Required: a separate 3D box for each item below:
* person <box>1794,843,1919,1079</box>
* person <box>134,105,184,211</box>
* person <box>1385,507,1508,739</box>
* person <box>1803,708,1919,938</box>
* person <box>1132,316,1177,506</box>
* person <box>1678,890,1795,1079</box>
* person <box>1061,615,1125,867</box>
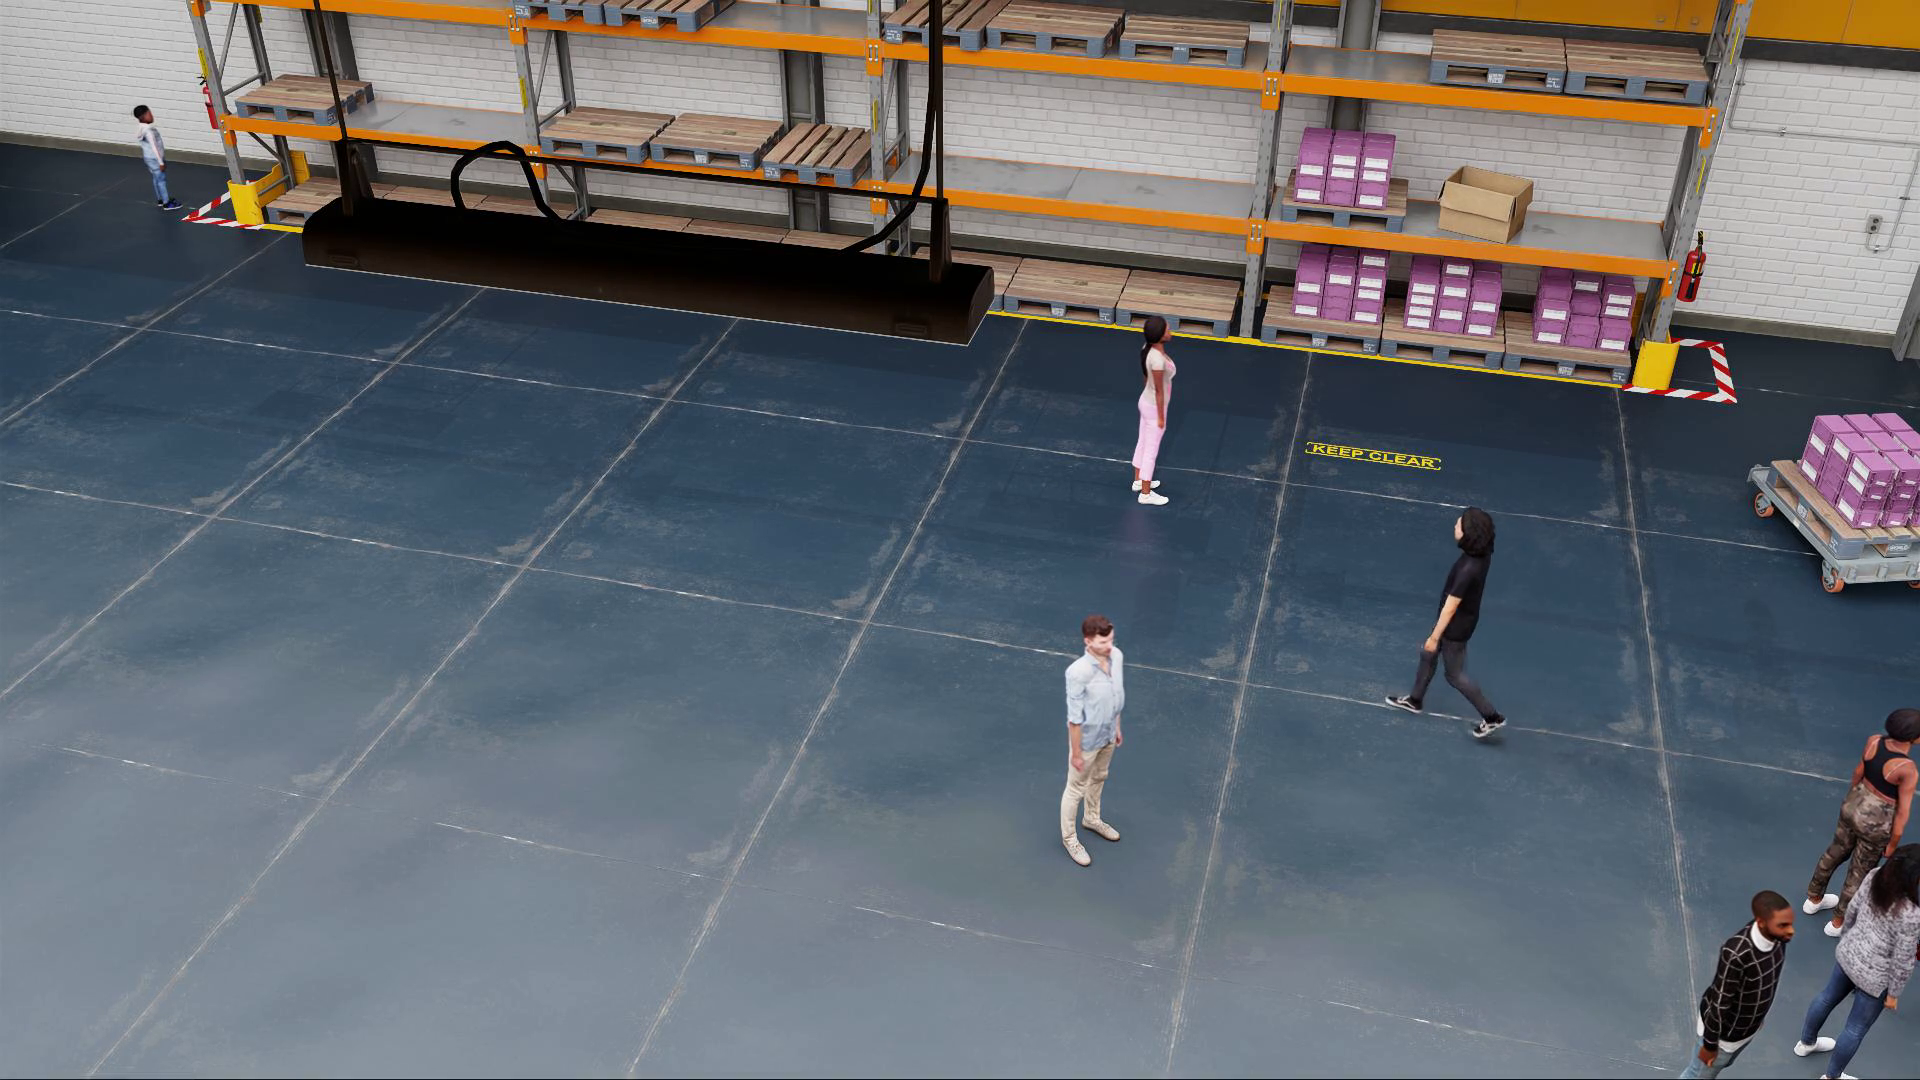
[{"bbox_3d":[5.014,2.326,9.177,0.657,1.732,0.690,-4,34,-7],"label":"person"},{"bbox_3d":[-9.723,-4.627,20.064,0.624,1.259,0.550,-25,41,-32],"label":"person"},{"bbox_3d":[3.573,0.619,11.683,1.152,1.800,0.780,15,36,21],"label":"person"},{"bbox_3d":[5.542,1.701,10.147,0.662,1.699,0.657,-7,34,-11],"label":"person"},{"bbox_3d":[1.665,-1.137,14.380,0.634,1.740,0.646,-4,34,-6],"label":"person"},{"bbox_3d":[4.062,2.525,8.798,0.745,1.821,0.772,-23,40,-30],"label":"person"},{"bbox_3d":[0.852,1.242,10.703,0.726,1.848,0.731,28,43,35],"label":"person"}]
